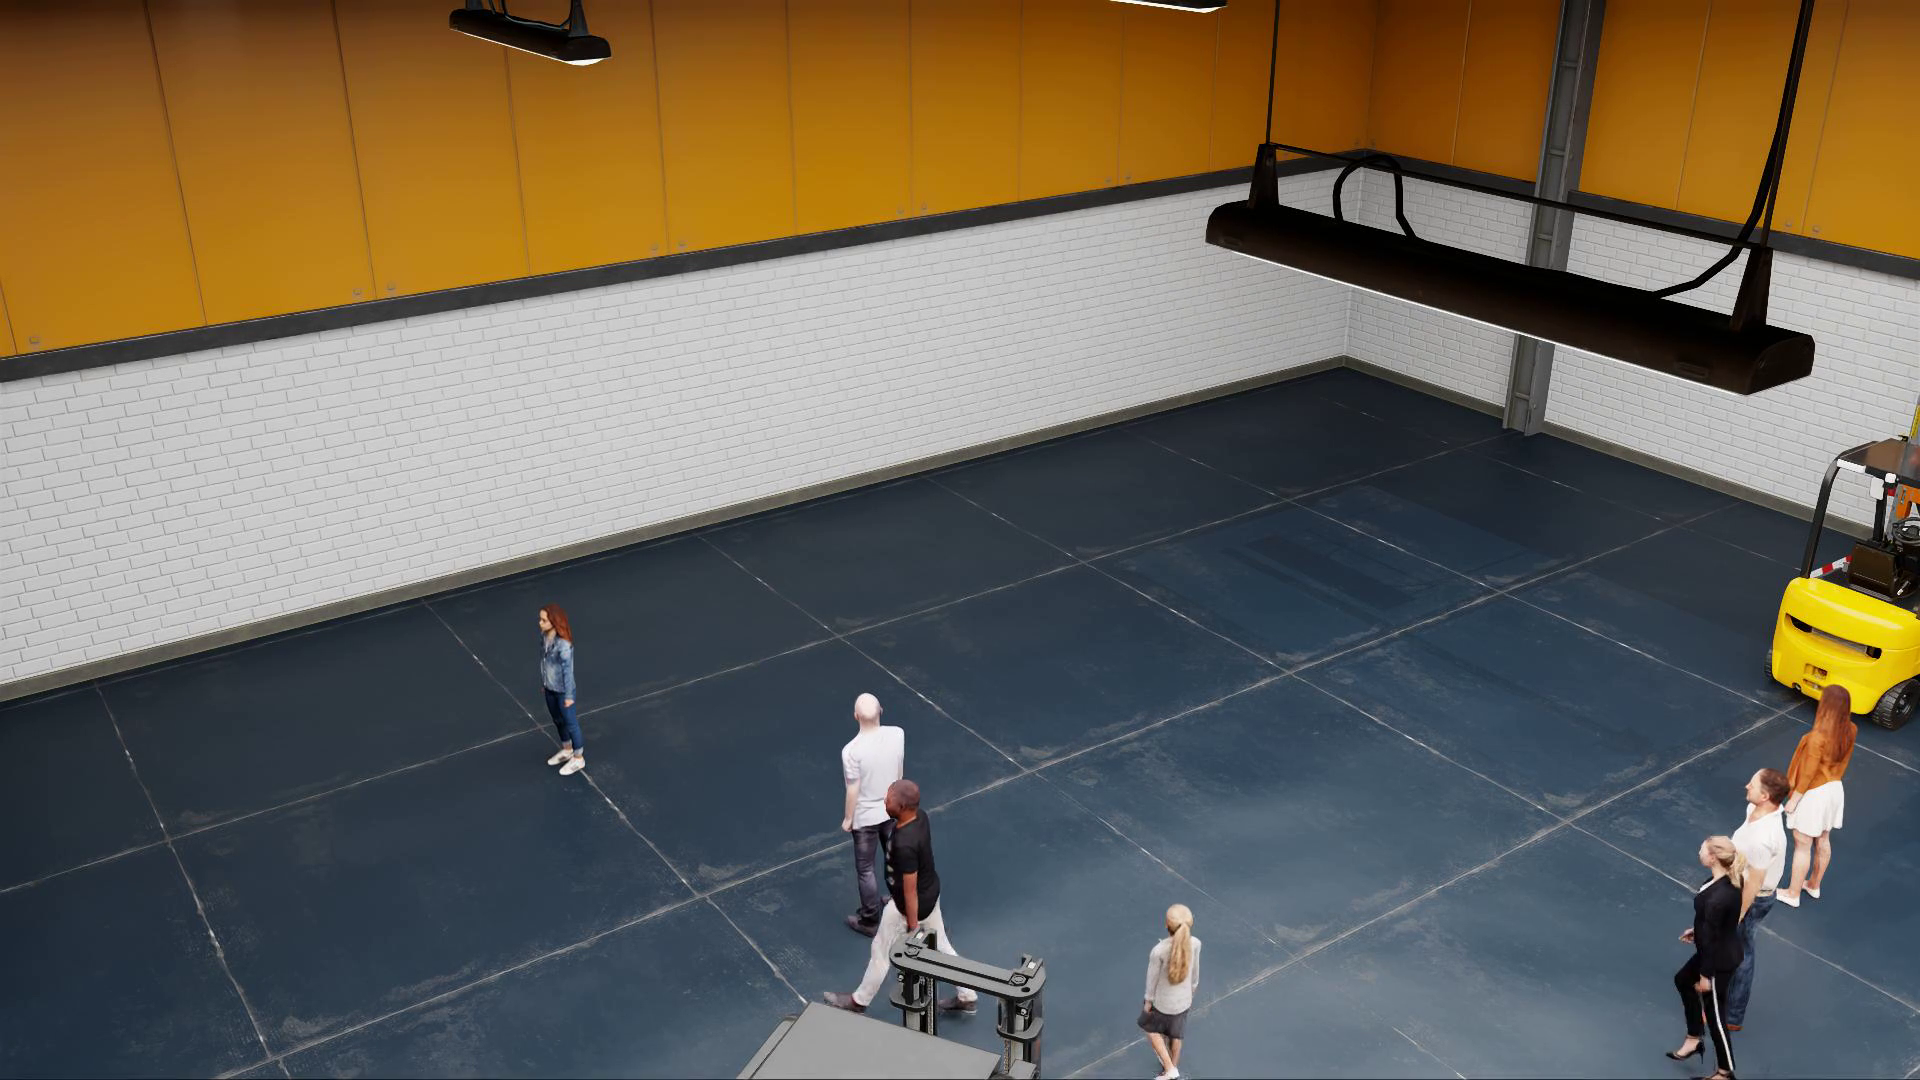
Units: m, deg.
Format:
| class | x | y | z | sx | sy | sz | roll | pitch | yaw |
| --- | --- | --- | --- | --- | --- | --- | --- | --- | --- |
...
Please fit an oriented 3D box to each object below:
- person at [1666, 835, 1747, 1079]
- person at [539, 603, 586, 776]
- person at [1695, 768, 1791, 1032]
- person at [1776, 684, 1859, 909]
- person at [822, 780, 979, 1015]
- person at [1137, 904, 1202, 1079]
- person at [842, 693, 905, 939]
| class | x | y | z | sx | sy | sz | roll | pitch | yaw |
| --- | --- | --- | --- | --- | --- | --- | --- | --- | --- |
| person | 4.634 | 2.570 | 10.063 | 0.831 | 1.661 | 0.749 | 13 | 27 | 27 |
| person | -3.227 | 1.188 | 13.456 | 0.501 | 1.475 | 0.652 | 20 | 31 | 38 |
| person | 5.011 | 2.259 | 10.532 | 0.737 | 1.856 | 0.746 | 12 | 26 | 26 |
| person | 6.069 | 1.801 | 11.747 | 0.656 | 1.723 | 0.617 | -11 | 26 | -23 |
| person | -0.210 | 2.327 | 10.514 | 1.286 | 1.745 | 1.233 | 4 | 24 | 9 |
| person | 1.300 | 2.782 | 10.068 | 0.588 | 1.268 | 0.660 | -10 | 25 | -21 |
| person | -0.581 | 1.877 | 11.436 | 0.668 | 1.831 | 0.607 | -19 | 30 | -36 |
